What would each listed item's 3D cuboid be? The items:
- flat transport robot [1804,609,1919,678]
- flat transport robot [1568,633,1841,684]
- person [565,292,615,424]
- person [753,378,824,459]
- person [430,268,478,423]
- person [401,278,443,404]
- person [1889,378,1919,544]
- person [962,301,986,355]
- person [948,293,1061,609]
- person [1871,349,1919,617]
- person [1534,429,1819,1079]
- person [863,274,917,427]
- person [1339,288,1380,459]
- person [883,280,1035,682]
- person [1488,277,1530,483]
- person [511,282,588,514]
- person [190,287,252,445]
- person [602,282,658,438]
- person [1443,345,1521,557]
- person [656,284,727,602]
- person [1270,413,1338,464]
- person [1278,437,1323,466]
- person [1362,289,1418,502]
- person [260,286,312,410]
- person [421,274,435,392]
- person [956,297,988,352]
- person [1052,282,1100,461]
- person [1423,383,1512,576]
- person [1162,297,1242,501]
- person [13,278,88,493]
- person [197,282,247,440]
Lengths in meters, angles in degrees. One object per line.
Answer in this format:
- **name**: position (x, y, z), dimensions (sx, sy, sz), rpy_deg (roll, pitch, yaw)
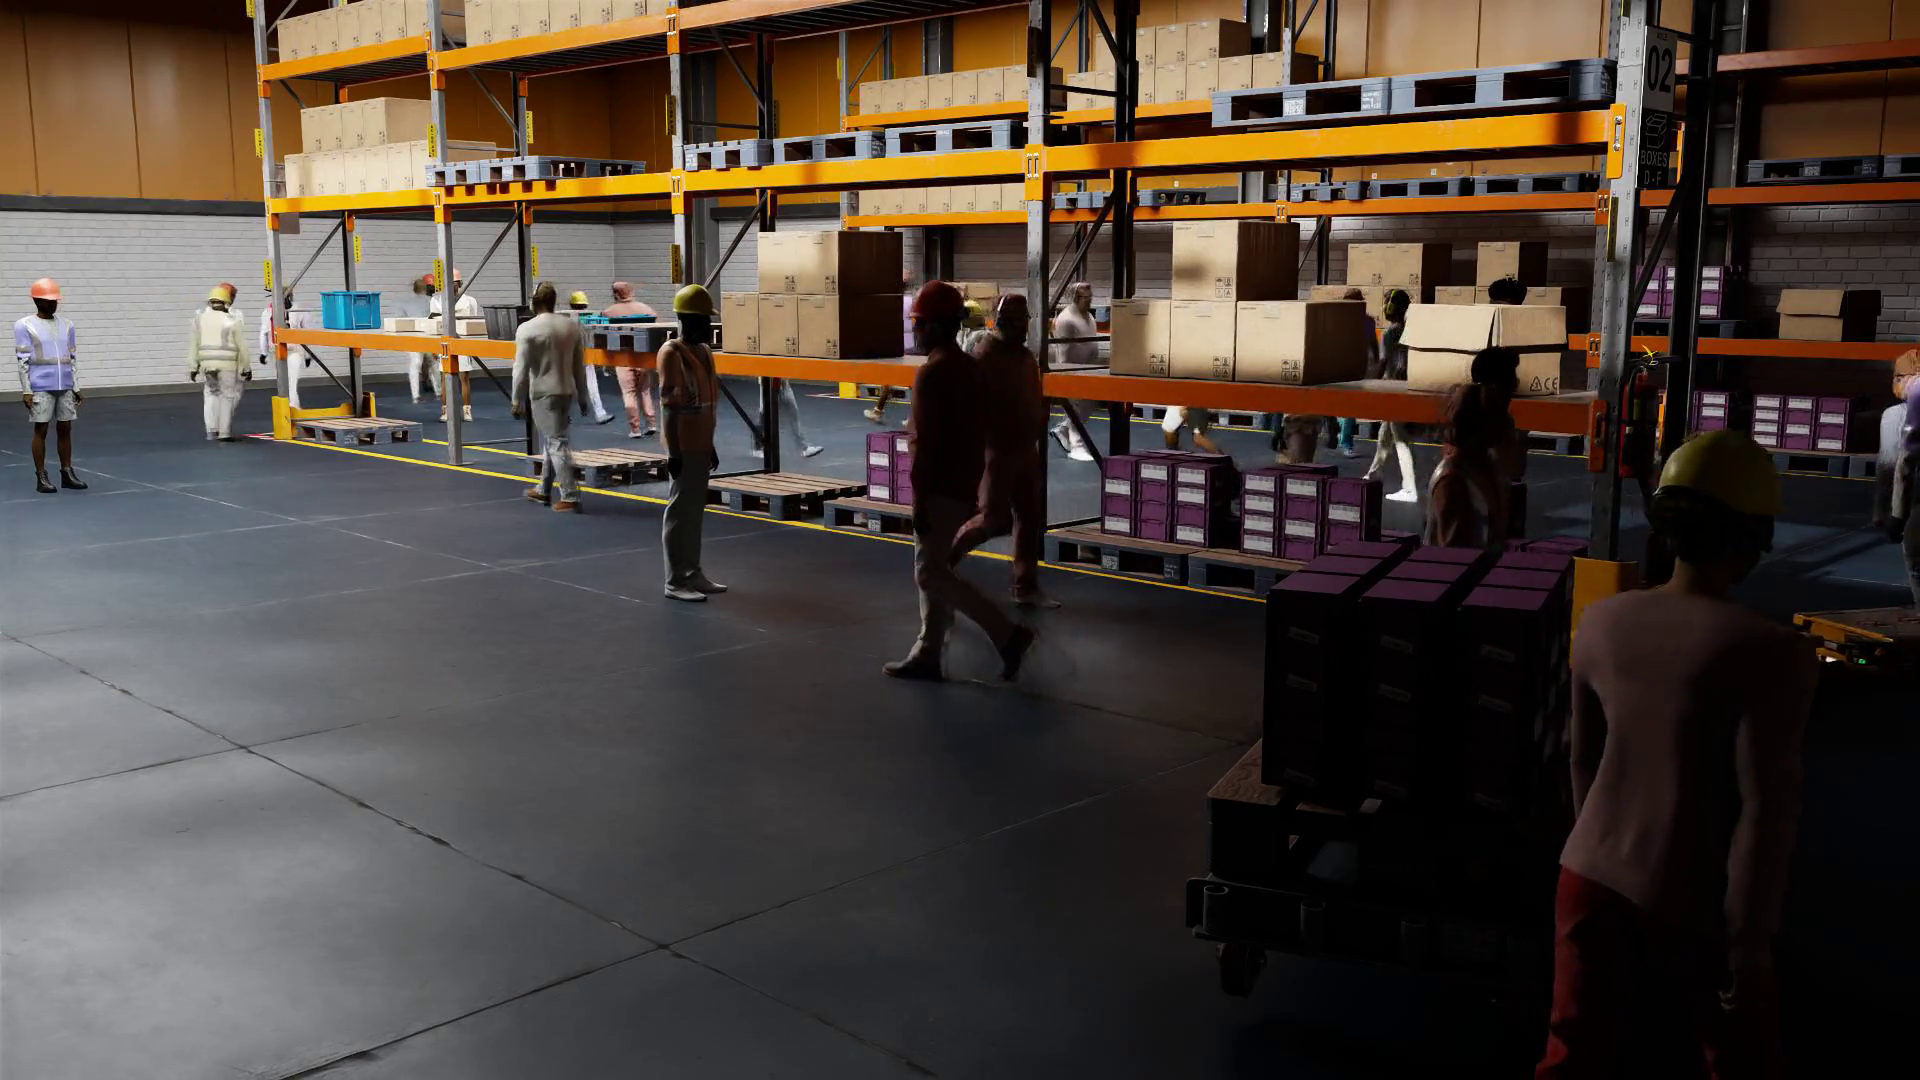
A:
- **flat transport robot**: position (4.989, 0.503, 8.540), dimensions (1.431, 0.197, 0.652), rpy_deg (-3, 10, -16)
- **flat transport robot**: position (3.573, 0.558, 8.205), dimensions (1.431, 0.197, 0.652), rpy_deg (-4, 10, -24)
- **person**: position (-4.895, -2.332, 21.501), dimensions (0.905, 1.721, 0.533), rpy_deg (8, 12, 40)
- **person**: position (-1.875, -1.621, 17.531), dimensions (0.879, 1.584, 0.497), rpy_deg (6, 11, 34)
- **person**: position (-6.663, -2.565, 21.931), dimensions (0.605, 2.045, 0.377), rpy_deg (-2, 9, -12)
- **person**: position (-8.135, -3.017, 25.230), dimensions (0.638, 1.876, 1.030), rpy_deg (0, 9, 1)
- **person**: position (4.599, -0.130, 7.490), dimensions (0.610, 1.883, 0.920), rpy_deg (2, 9, 13)
- **person**: position (0.154, -1.630, 17.255), dimensions (0.915, 1.690, 0.494), rpy_deg (-1, 9, -3)
- **person**: position (0.221, -0.527, 9.939), dimensions (0.738, 1.887, 0.653), rpy_deg (6, 11, 34)
- **person**: position (4.997, -0.180, 8.614), dimensions (0.504, 1.605, 0.406), rpy_deg (-2, 9, -12)
- **person**: position (1.406, 0.653, 3.176), dimensions (0.907, 1.715, 0.538), rpy_deg (-5, 11, -30)
- **person**: position (-0.851, -2.459, 21.416), dimensions (0.649, 1.995, 1.010), rpy_deg (-8, 12, -41)
- **person**: position (4.218, -1.768, 17.715), dimensions (0.617, 1.814, 0.549), rpy_deg (-6, 11, -32)
- **person**: position (-0.015, -0.249, 7.962), dimensions (0.770, 1.972, 0.621), rpy_deg (4, 10, 22)
- **person**: position (3.566, -0.736, 10.956), dimensions (0.607, 1.966, 0.367), rpy_deg (-9, 13, -44)
- **person**: position (-3.487, -1.186, 13.885), dimensions (0.937, 1.902, 0.650), rpy_deg (7, 11, 35)
- **person**: position (-8.531, -2.009, 19.258), dimensions (0.621, 1.803, 0.665), rpy_deg (1, 9, 5)
- **person**: position (-3.954, -2.149, 19.921), dimensions (0.670, 1.865, 0.531), rpy_deg (-4, 10, -23)
- **person**: position (2.428, -0.117, 8.058), dimensions (0.581, 1.667, 0.564), rpy_deg (9, 13, 44)
- **person**: position (-1.633, -0.595, 10.207), dimensions (0.387, 1.926, 0.591), rpy_deg (3, 10, 16)
- **person**: position (2.619, -0.777, 12.266), dimensions (0.546, 1.603, 0.790), rpy_deg (-7, 12, -39)
- **person**: position (3.513, -1.568, 16.913), dimensions (0.570, 1.673, 0.556), rpy_deg (7, 12, 38)
- **person**: position (3.708, -1.270, 14.604), dimensions (0.859, 1.838, 0.554), rpy_deg (9, 13, 43)
- **person**: position (-9.090, -2.529, 22.486), dimensions (0.618, 1.805, 0.961), rpy_deg (0, 9, 0)
- **person**: position (-8.708, -3.403, 27.391), dimensions (0.359, 1.938, 0.545), rpy_deg (2, 9, 11)
- **person**: position (0.170, -2.578, 23.295), dimensions (0.493, 1.627, 0.284), rpy_deg (-5, 10, -26)
- **person**: position (1.217, -1.780, 17.597), dimensions (0.517, 1.890, 0.638), rpy_deg (7, 11, 35)
- **person**: position (1.908, 0.248, 5.982), dimensions (0.785, 1.604, 0.544), rpy_deg (6, 11, 34)
- **person**: position (2.047, -1.253, 14.312), dimensions (0.823, 1.912, 0.555), rpy_deg (7, 12, 37)
- **person**: position (-8.243, -1.398, 15.104), dimensions (0.363, 1.935, 0.551), rpy_deg (5, 11, 30)
- **person**: position (-8.787, -2.113, 19.718), dimensions (0.702, 1.858, 0.445), rpy_deg (0, 9, -1)
